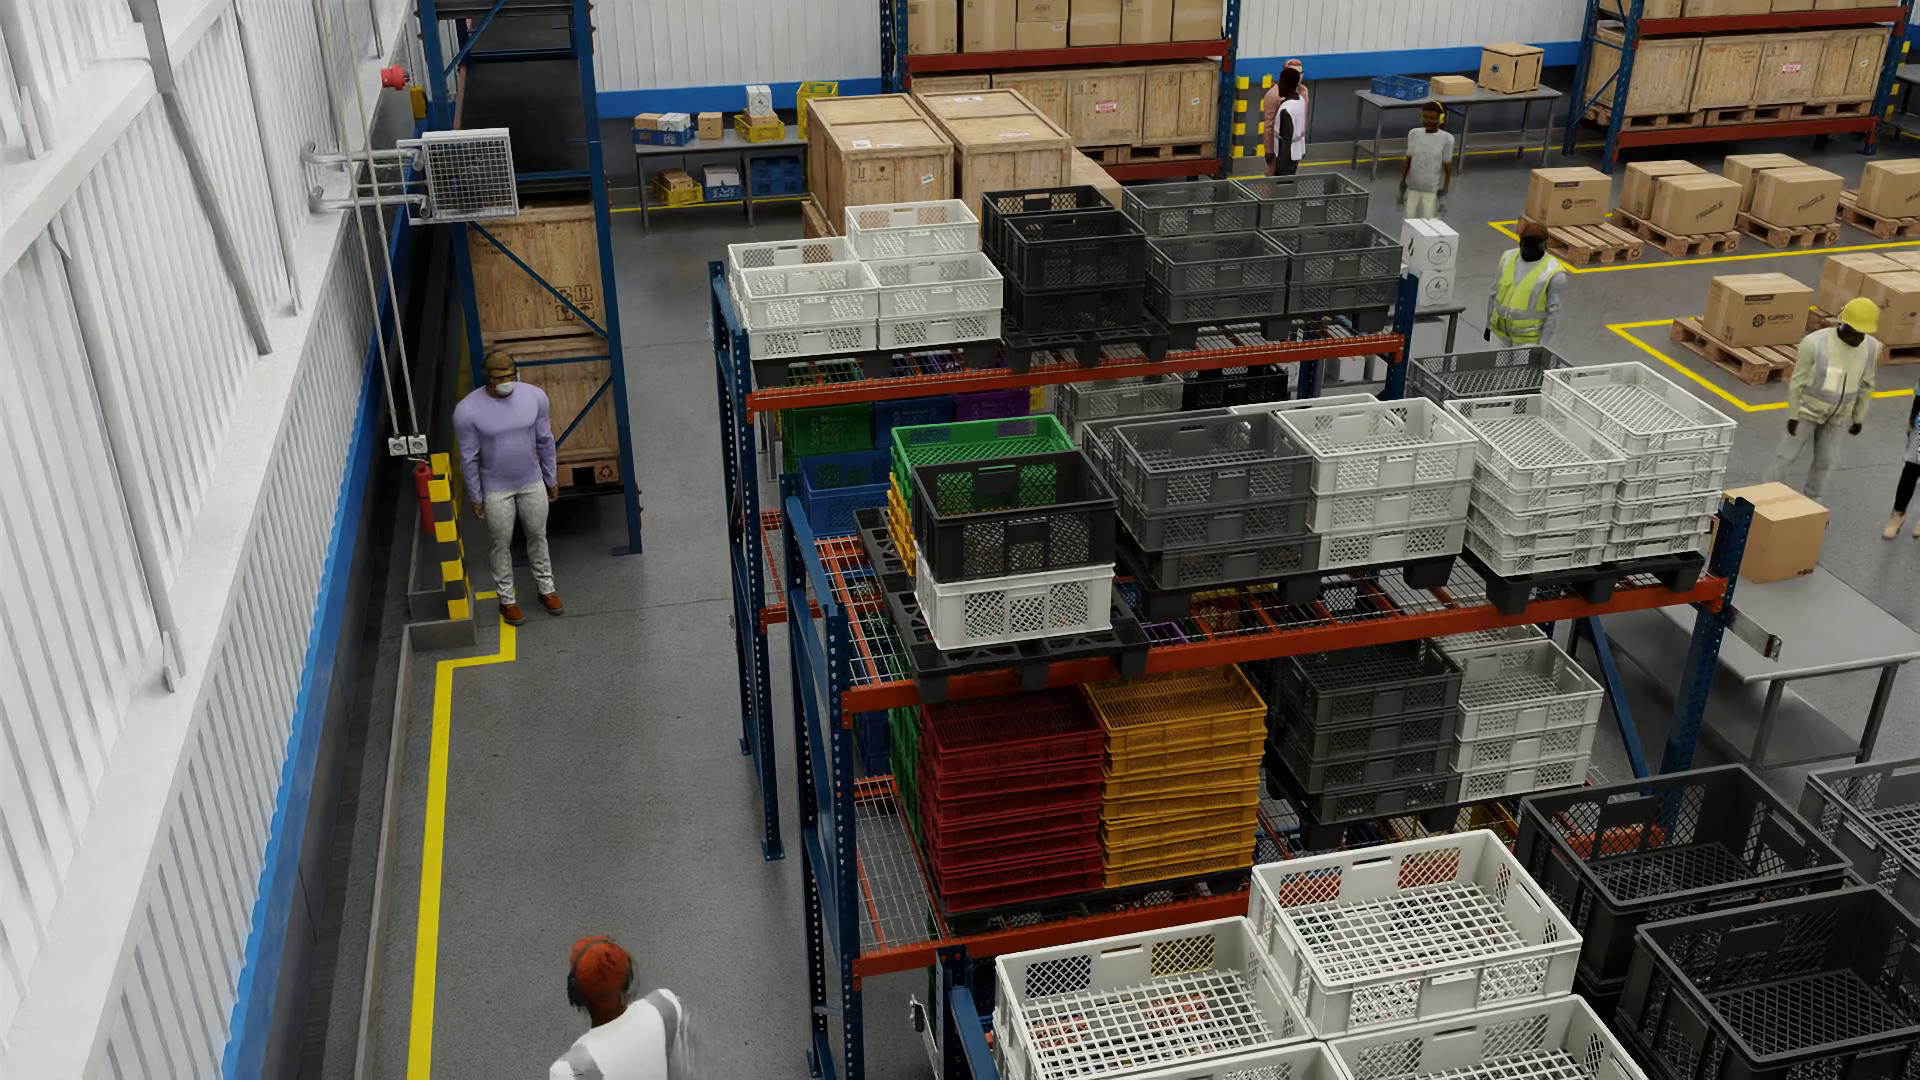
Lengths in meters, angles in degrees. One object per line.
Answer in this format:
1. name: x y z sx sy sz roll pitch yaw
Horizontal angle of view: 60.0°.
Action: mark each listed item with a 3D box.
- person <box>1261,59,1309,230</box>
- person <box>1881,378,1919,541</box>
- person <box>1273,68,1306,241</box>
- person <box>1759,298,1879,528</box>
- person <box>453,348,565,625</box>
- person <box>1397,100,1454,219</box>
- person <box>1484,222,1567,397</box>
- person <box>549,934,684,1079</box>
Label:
1. person: 3.666 -4.429 18.679 0.638 1.909 0.408 -20 34 -33
2. person: 7.044 -0.742 11.929 0.538 1.678 0.584 20 34 33
3. person: 3.583 -4.194 18.221 0.373 1.916 0.596 11 30 19
4. person: 6.307 -0.944 12.173 0.668 1.805 0.502 -2 28 -3
5. person: -2.945 -0.362 10.940 0.626 1.933 0.368 -16 32 -28
6. person: 4.770 -3.598 17.149 0.533 1.861 0.310 18 33 31
7. person: 4.540 -1.690 13.553 0.429 1.842 0.625 -21 34 -34
8. person: -1.299 2.203 6.140 0.730 1.858 0.613 22 35 36
